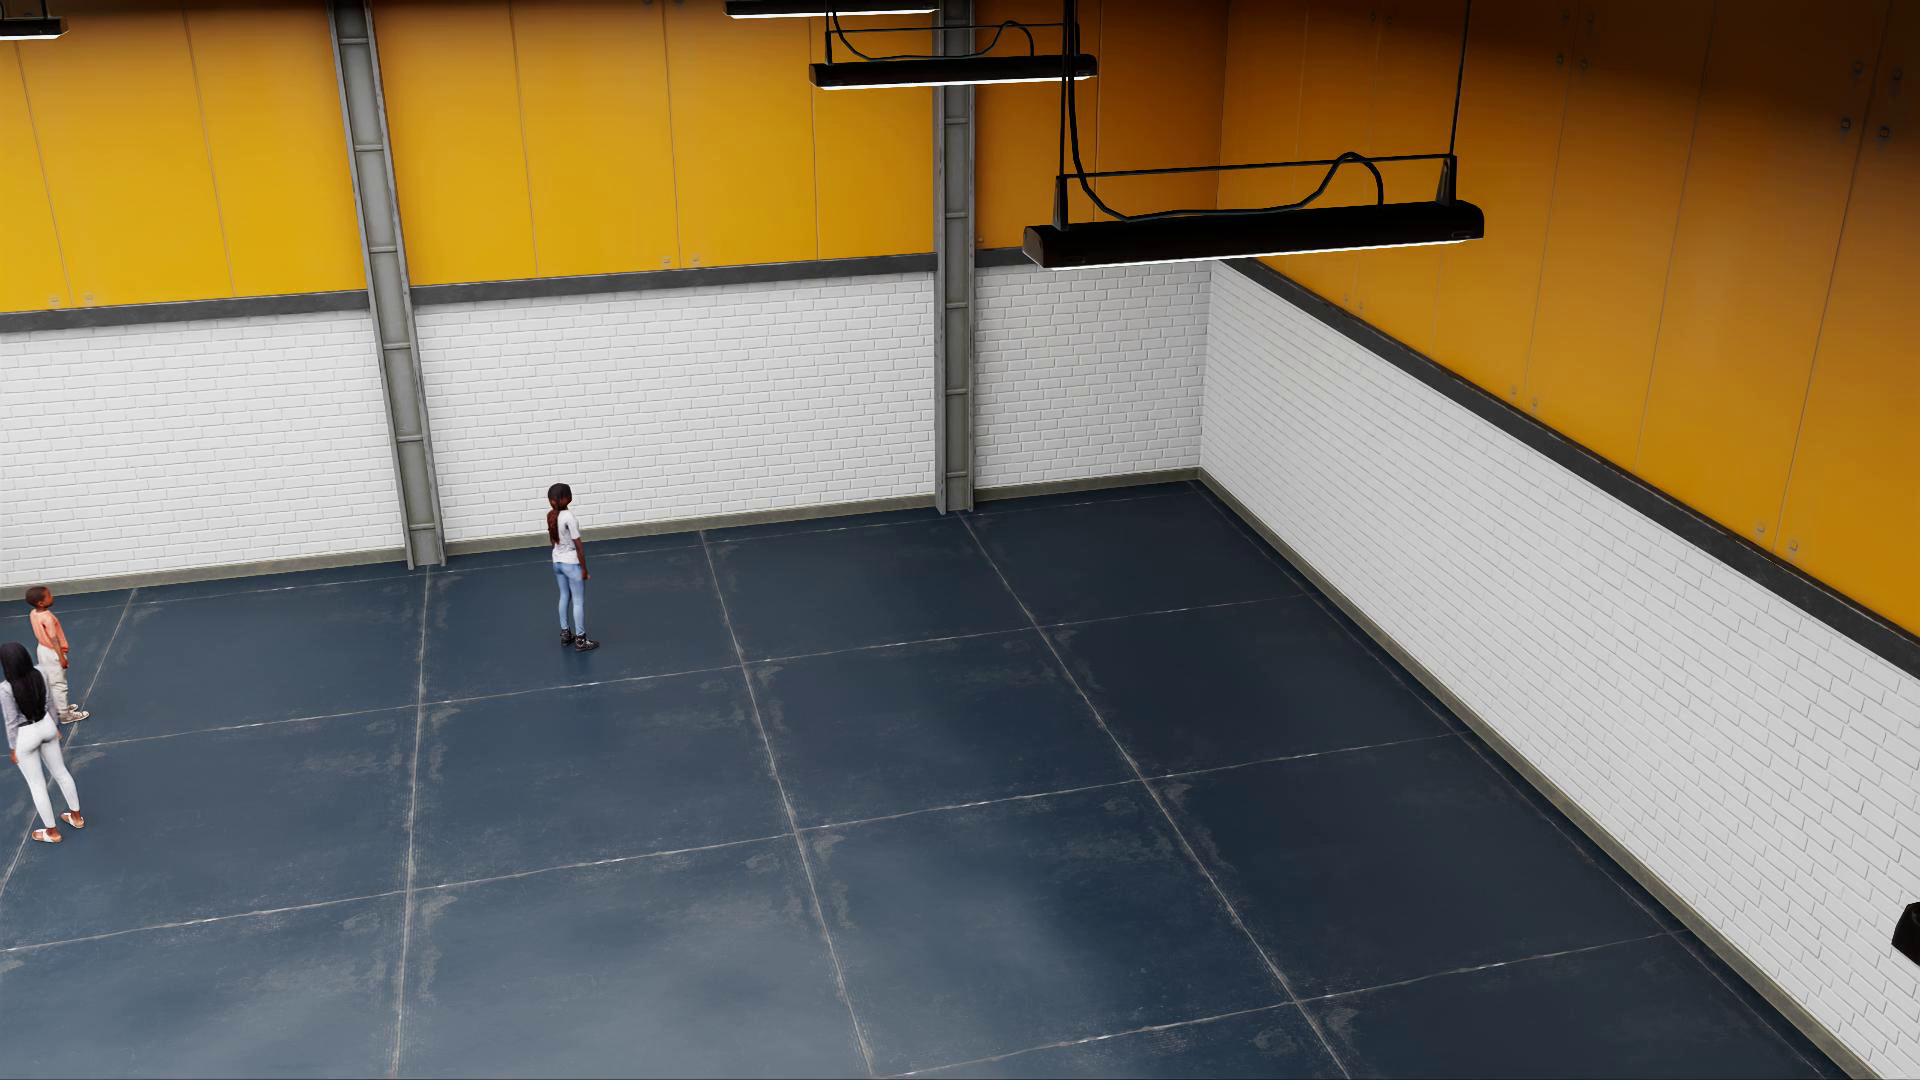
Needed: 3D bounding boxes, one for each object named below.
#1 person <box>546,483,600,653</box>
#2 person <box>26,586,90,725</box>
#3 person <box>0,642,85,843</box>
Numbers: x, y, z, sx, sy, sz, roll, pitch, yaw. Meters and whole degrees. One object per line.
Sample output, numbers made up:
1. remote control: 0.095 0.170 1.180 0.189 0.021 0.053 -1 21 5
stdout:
1. person: -3.800 0.248 16.151 0.670 1.719 0.700 18 30 36
2. person: -8.151 1.013 14.910 0.565 1.310 0.601 19 30 37
3. person: -7.297 1.572 13.117 0.701 1.724 0.666 10 26 22
